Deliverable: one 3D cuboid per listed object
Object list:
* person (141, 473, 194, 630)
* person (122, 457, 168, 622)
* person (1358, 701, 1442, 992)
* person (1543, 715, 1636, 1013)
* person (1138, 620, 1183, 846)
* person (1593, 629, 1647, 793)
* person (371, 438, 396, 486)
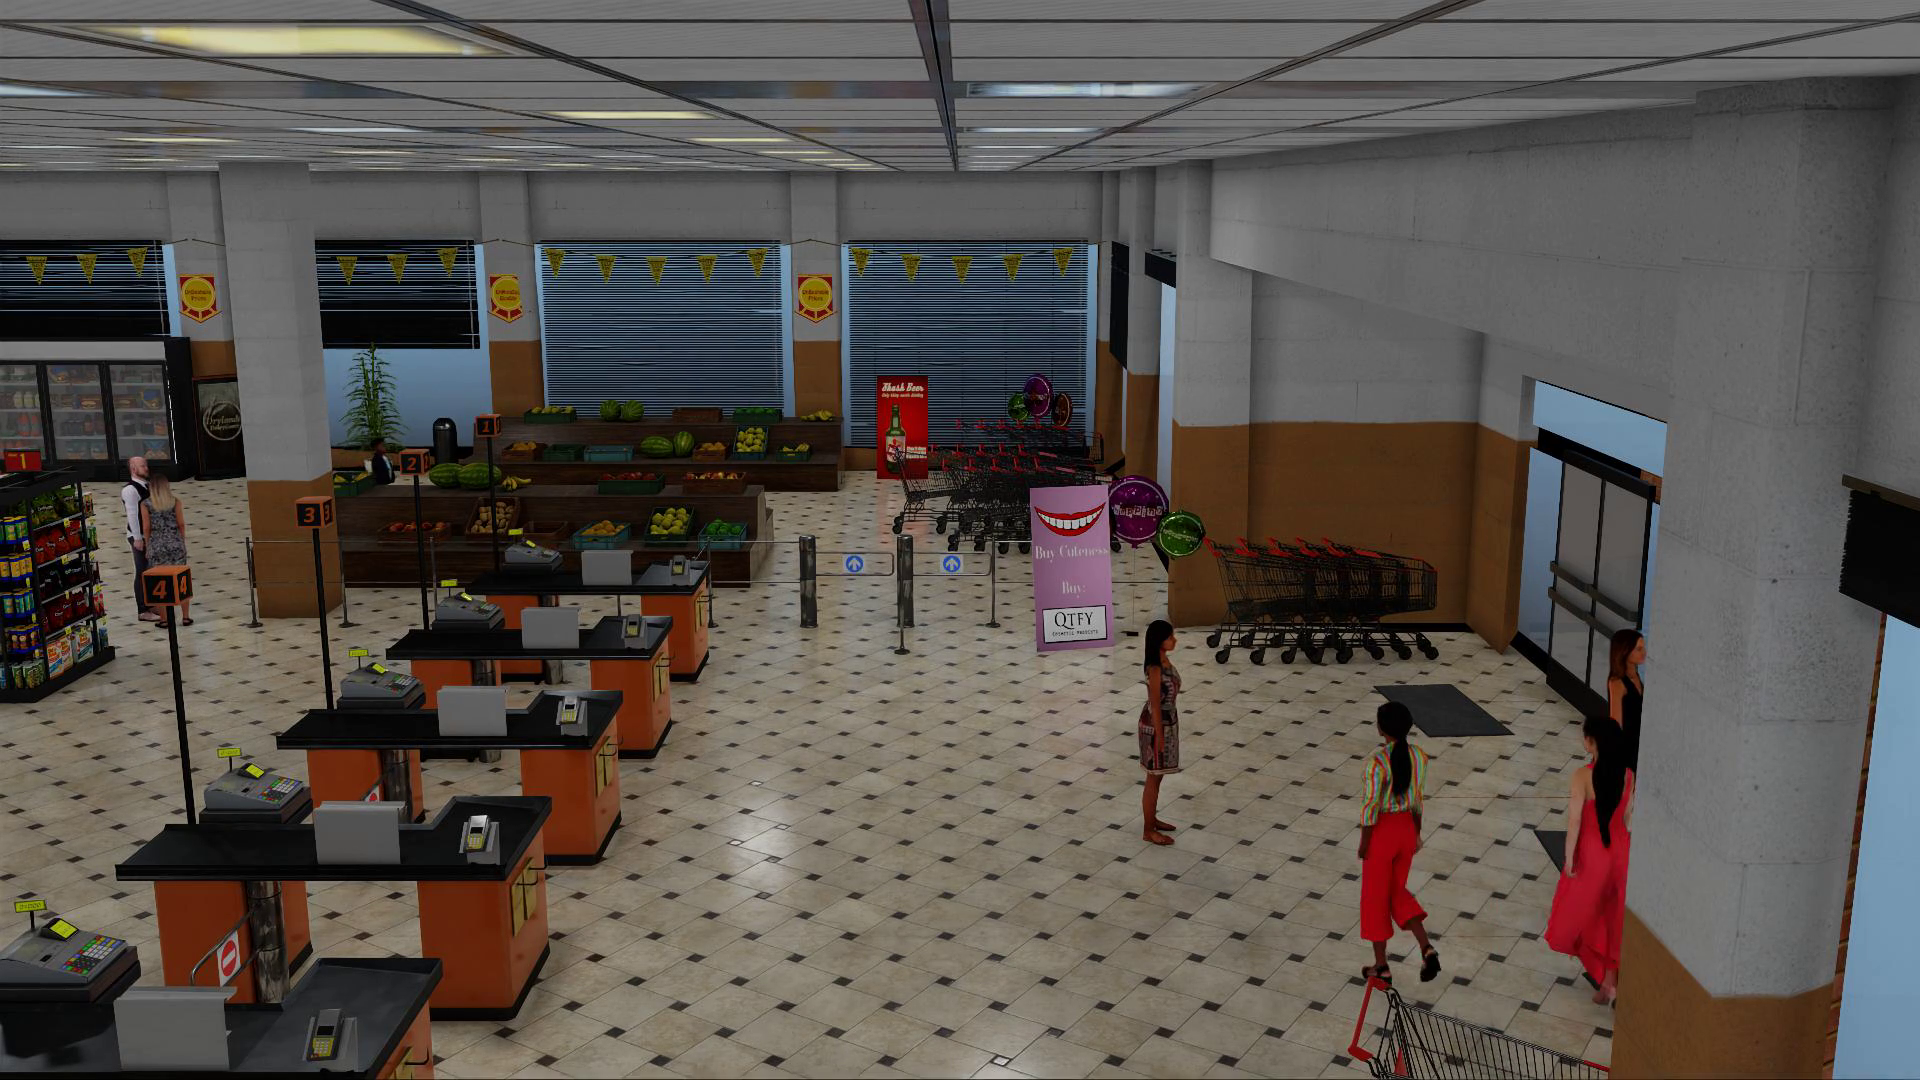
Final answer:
[{"bbox_3d":[-8.646,0.110,18.110,0.580,1.705,0.696,-6,13,-27],"label":"person"},{"bbox_3d":[-9.051,-0.025,18.467,0.613,1.823,0.716,-1,12,-7],"label":"person"},{"bbox_3d":[2.577,1.835,9.733,0.867,1.782,0.854,-6,13,-26],"label":"person"},{"bbox_3d":[3.765,1.909,9.645,1.068,1.674,0.703,-2,12,-7],"label":"person"},{"bbox_3d":[1.449,1.384,12.206,0.601,1.645,0.692,2,12,12],"label":"person"},{"bbox_3d":[4.446,1.495,11.219,0.705,1.835,0.669,9,15,37],"label":"person"},{"bbox_3d":[-8.277,-0.817,23.607,0.840,1.255,0.540,1,12,2],"label":"person"}]
